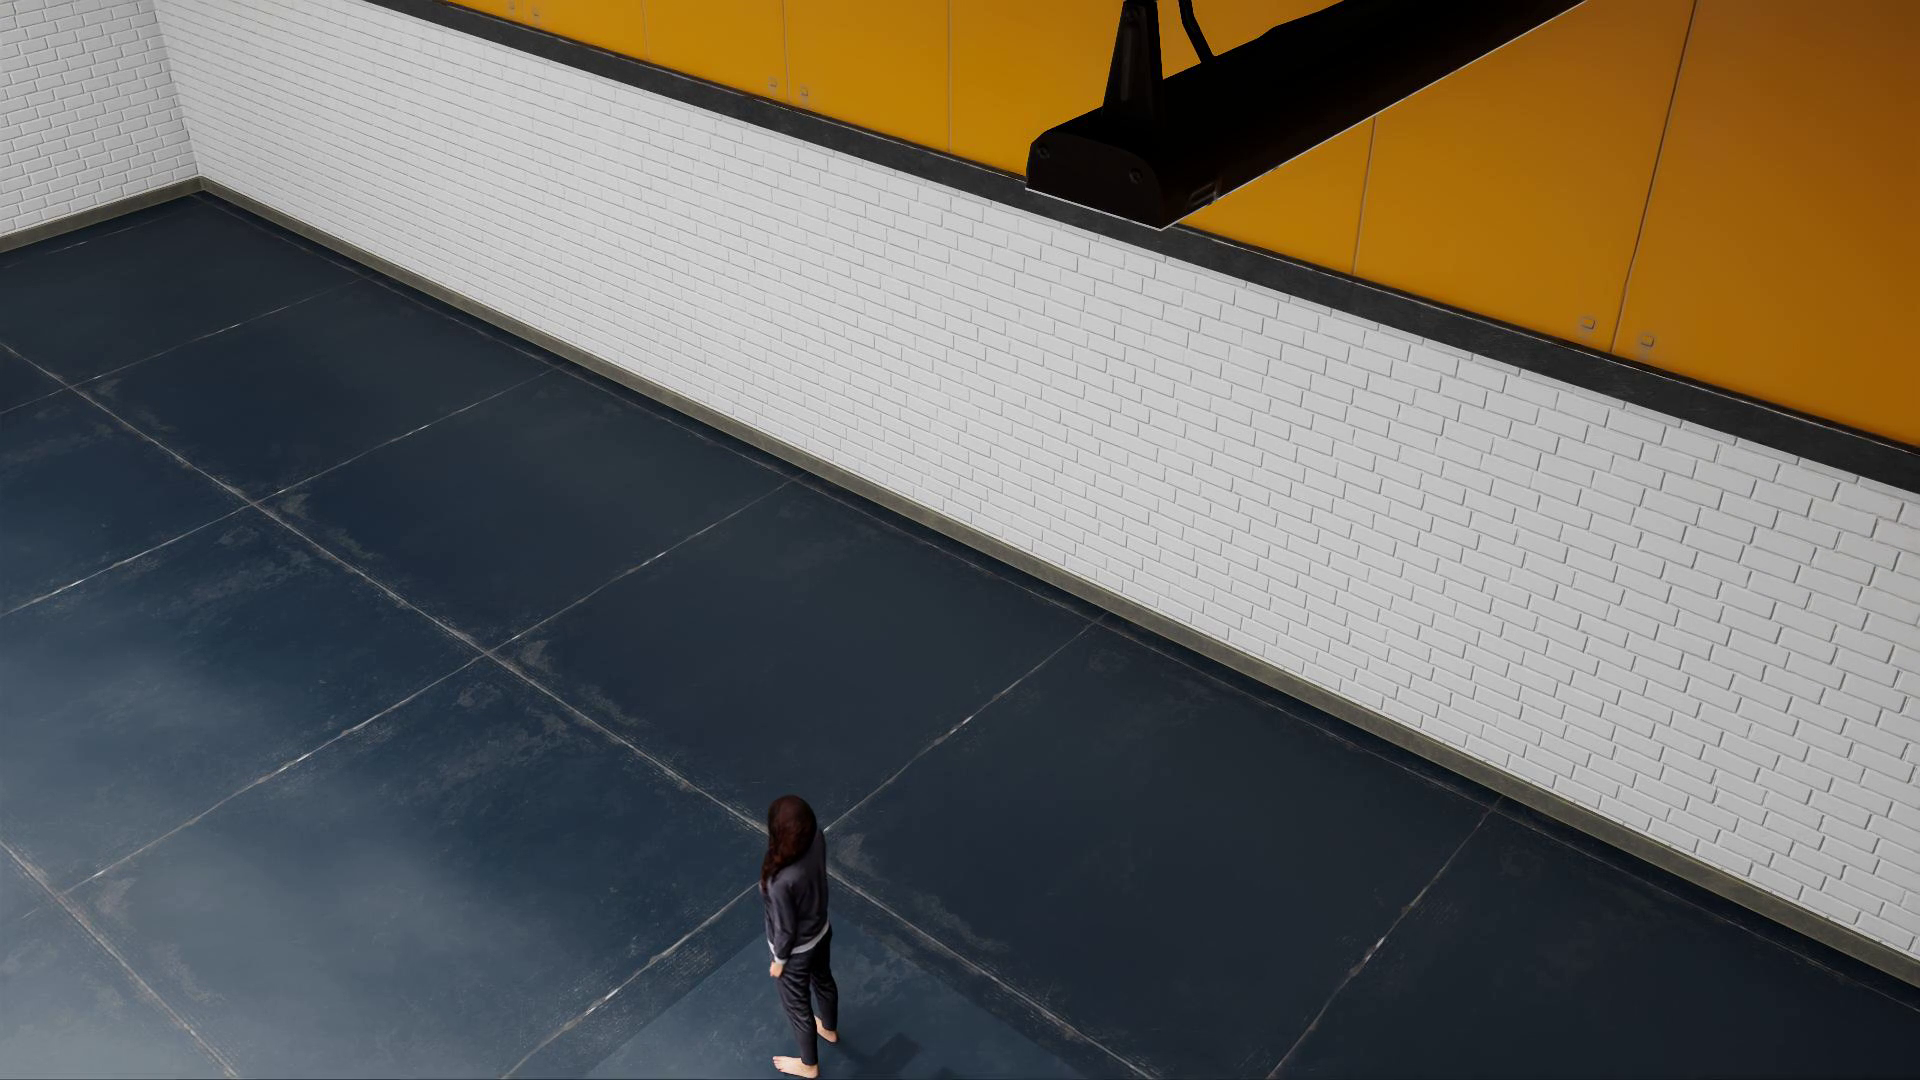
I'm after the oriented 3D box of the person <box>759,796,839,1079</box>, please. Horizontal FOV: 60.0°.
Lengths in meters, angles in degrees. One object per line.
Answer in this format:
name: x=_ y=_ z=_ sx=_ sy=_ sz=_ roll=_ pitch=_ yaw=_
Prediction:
person: x=-0.772 y=1.933 z=8.151 sx=0.722 sy=1.767 sz=0.548 roll=15 pitch=36 yaw=21
